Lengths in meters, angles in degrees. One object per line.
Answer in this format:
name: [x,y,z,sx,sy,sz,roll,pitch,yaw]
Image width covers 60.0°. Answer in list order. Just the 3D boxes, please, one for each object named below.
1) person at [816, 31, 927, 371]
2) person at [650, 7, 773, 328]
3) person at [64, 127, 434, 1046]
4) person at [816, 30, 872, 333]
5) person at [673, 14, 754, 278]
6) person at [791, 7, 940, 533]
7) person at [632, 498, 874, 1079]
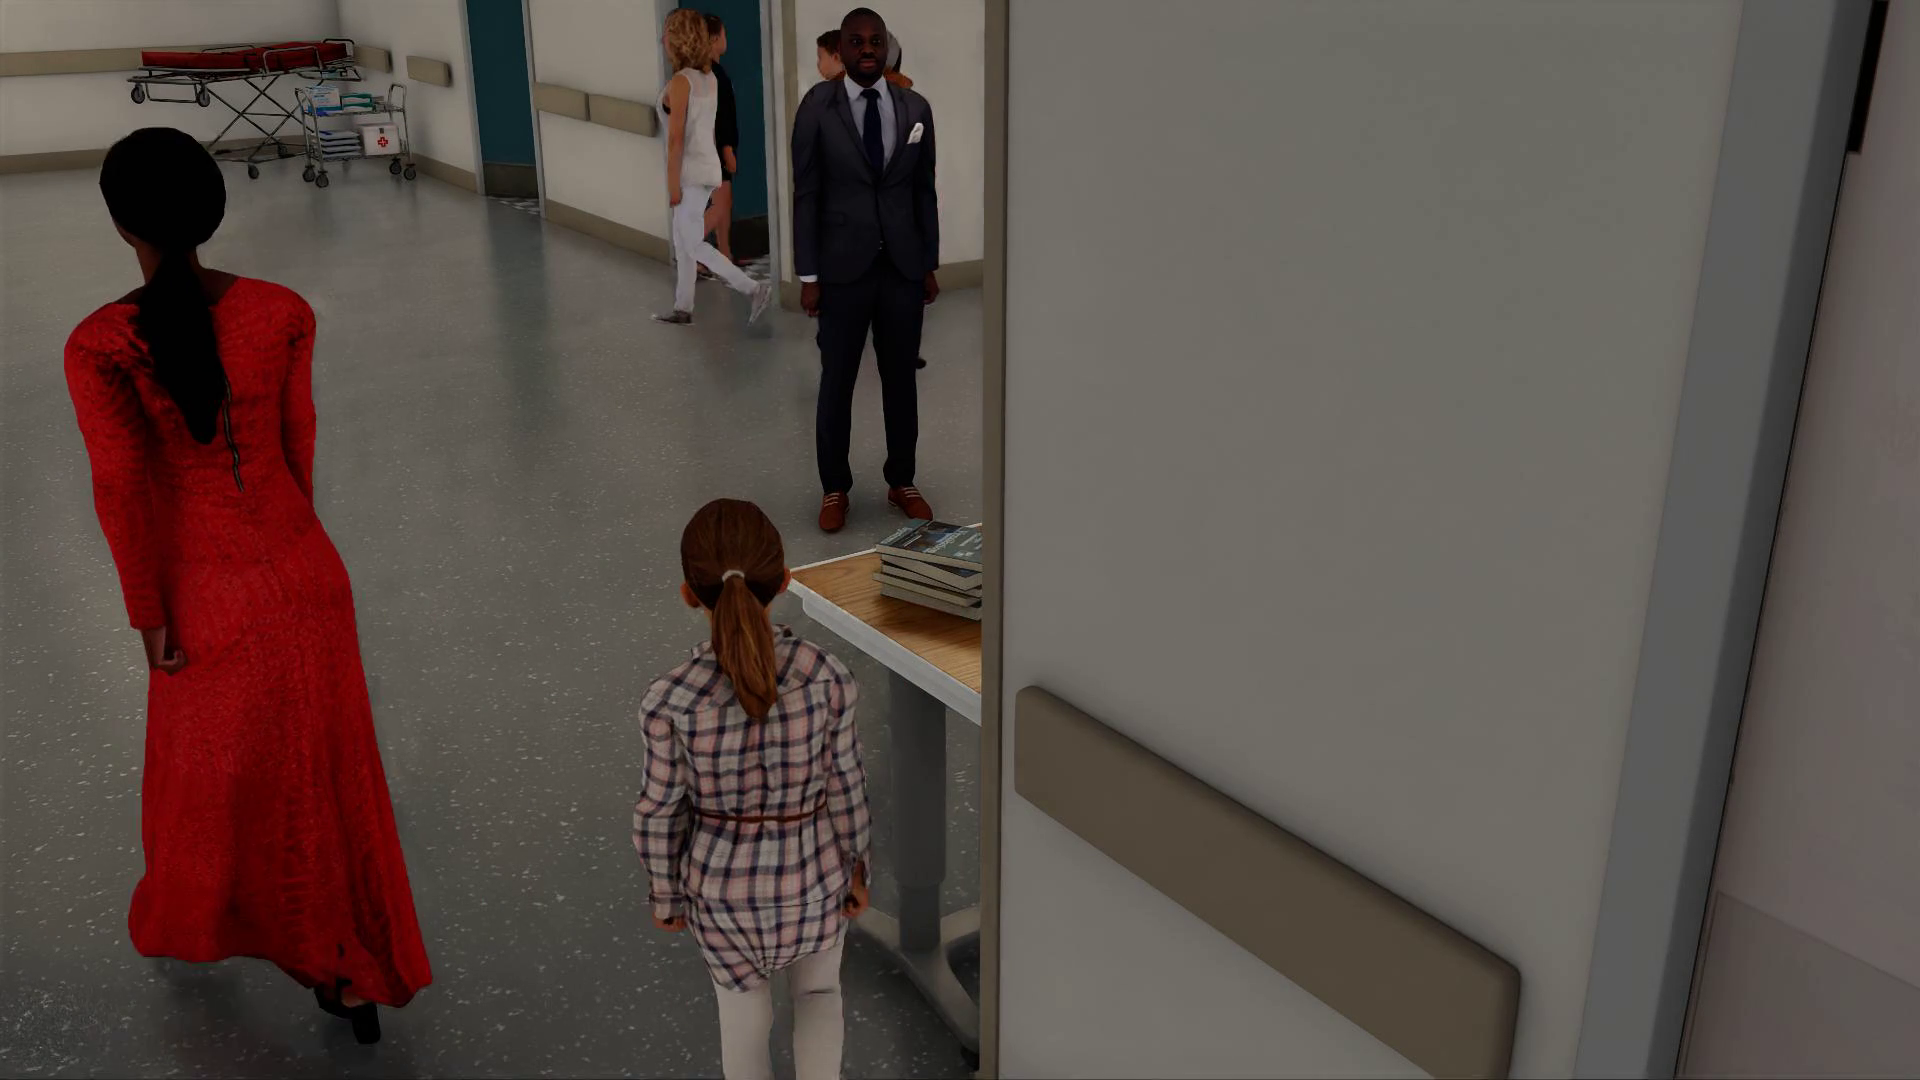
person: [-0.404,-1.524,7.739,0.908,1.619,0.817,17,26,37]
person: [-1.321,-1.897,8.677,1.054,1.650,0.957,5,21,14]
person: [-1.285,0.162,3.095,0.743,1.754,1.084,-19,28,-41]
person: [-0.526,-1.885,8.782,0.759,1.554,0.723,-7,22,-19]
person: [-1.551,-2.384,10.119,0.684,1.541,0.743,-10,23,-24]
person: [-0.329,-0.961,5.961,0.767,1.824,0.713,-6,22,-16]
person: [-0.305,0.573,2.648,0.654,1.302,0.729,-4,21,-11]
